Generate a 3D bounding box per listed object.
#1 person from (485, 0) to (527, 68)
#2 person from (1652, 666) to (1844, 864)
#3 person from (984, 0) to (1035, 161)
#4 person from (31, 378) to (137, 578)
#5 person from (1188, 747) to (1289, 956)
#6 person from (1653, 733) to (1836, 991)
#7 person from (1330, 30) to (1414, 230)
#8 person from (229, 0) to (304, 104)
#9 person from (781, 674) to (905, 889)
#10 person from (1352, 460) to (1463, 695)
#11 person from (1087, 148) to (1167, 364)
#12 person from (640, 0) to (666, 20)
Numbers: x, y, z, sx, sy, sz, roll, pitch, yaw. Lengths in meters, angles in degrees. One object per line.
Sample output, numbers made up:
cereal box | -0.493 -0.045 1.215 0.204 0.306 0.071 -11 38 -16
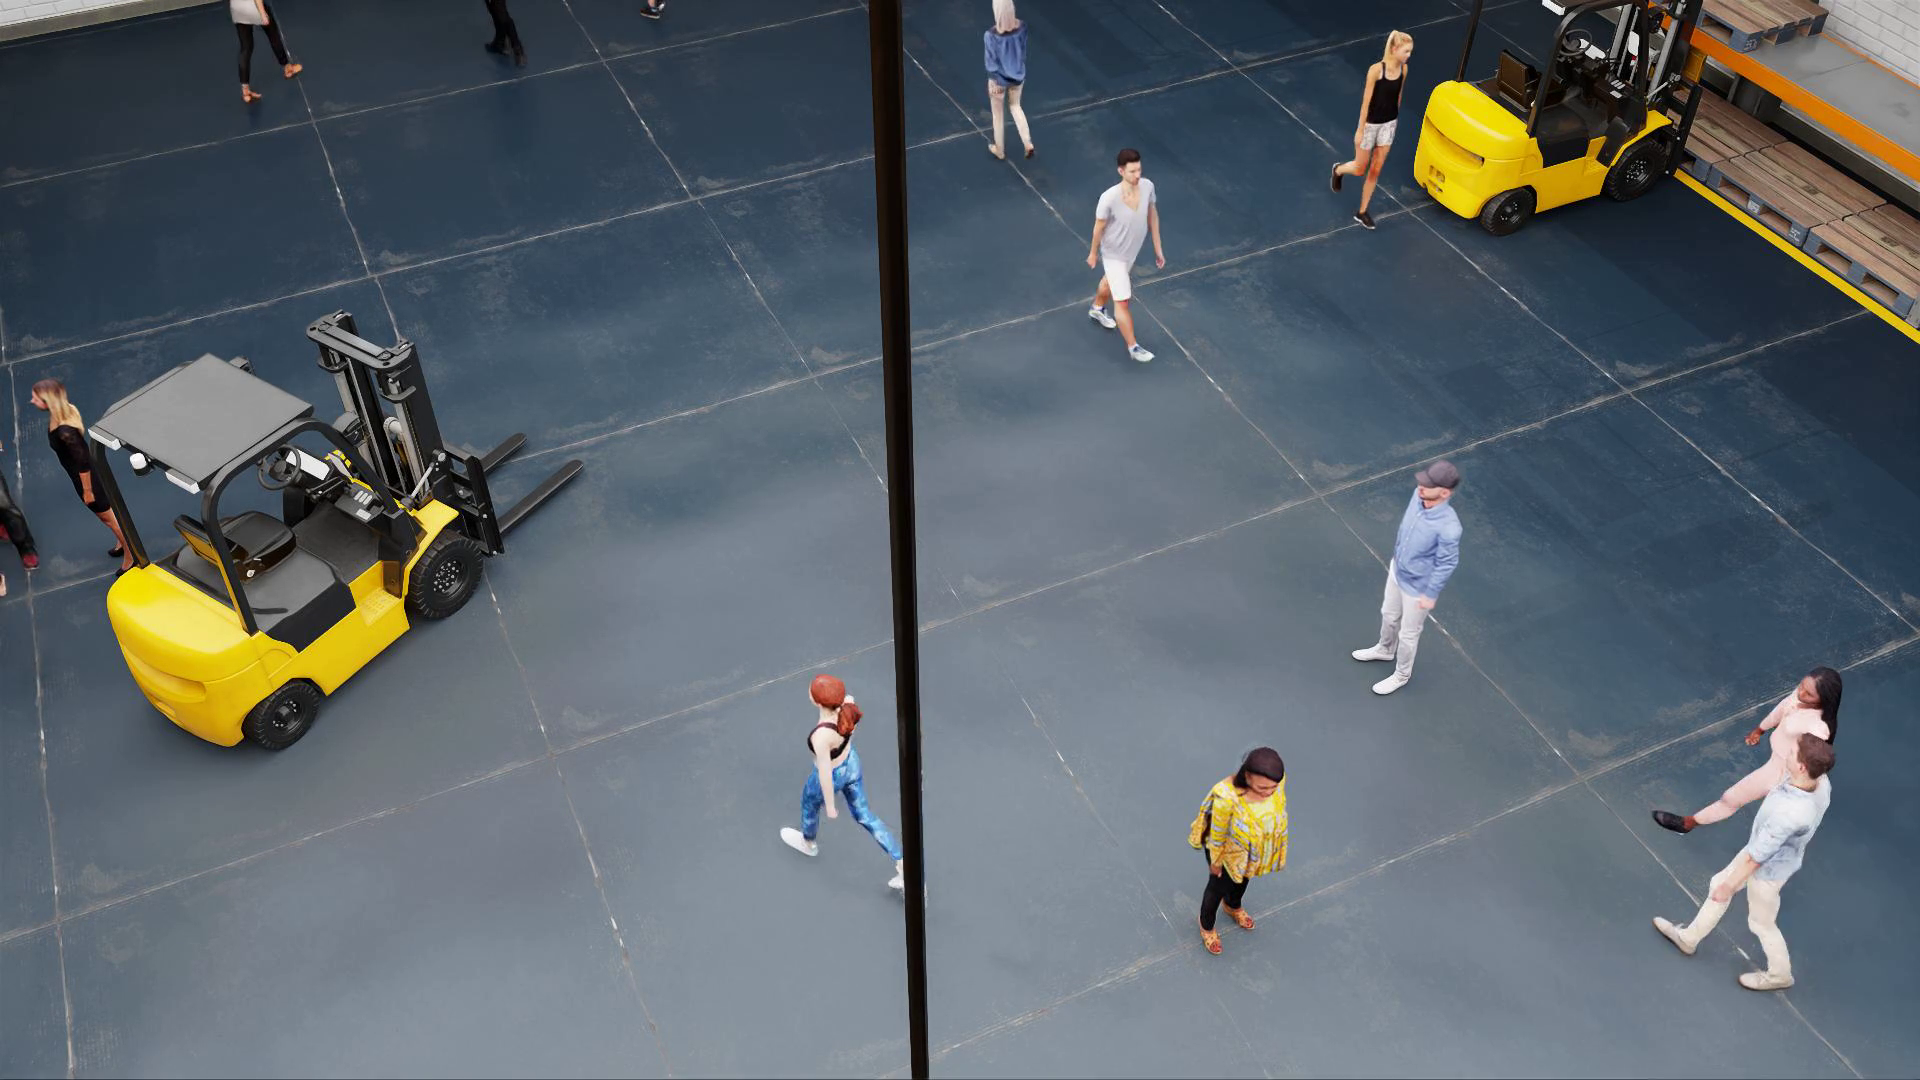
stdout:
person | -4.844 -5.788 17.113 0.926 1.746 0.565 -13 45 -14
person | 4.887 1.362 9.662 1.219 1.670 1.132 17 46 17
person | 0.486 -4.268 15.571 0.623 1.682 0.851 -20 47 -20
person | -6.059 -0.447 11.557 0.623 1.677 0.421 -22 48 -21
person | 1.570 1.699 9.326 0.759 1.648 0.794 -26 49 -24
person | 4.509 1.811 9.086 1.184 1.815 1.034 18 47 18
person | 3.687 -3.743 14.911 0.665 1.823 0.960 -13 45 -13
person | -7.097 -5.195 16.463 1.095 1.784 1.216 11 45 11
person | -0.624 1.417 9.557 1.264 1.748 1.026 24 49 23
person | 2.927 0.221 10.703 0.752 1.888 0.554 -11 45 -11
person | 1.252 -2.403 13.520 0.835 1.801 1.246 -27 50 -25
person | -3.347 -6.293 17.864 0.698 1.442 0.649 19 47 19
